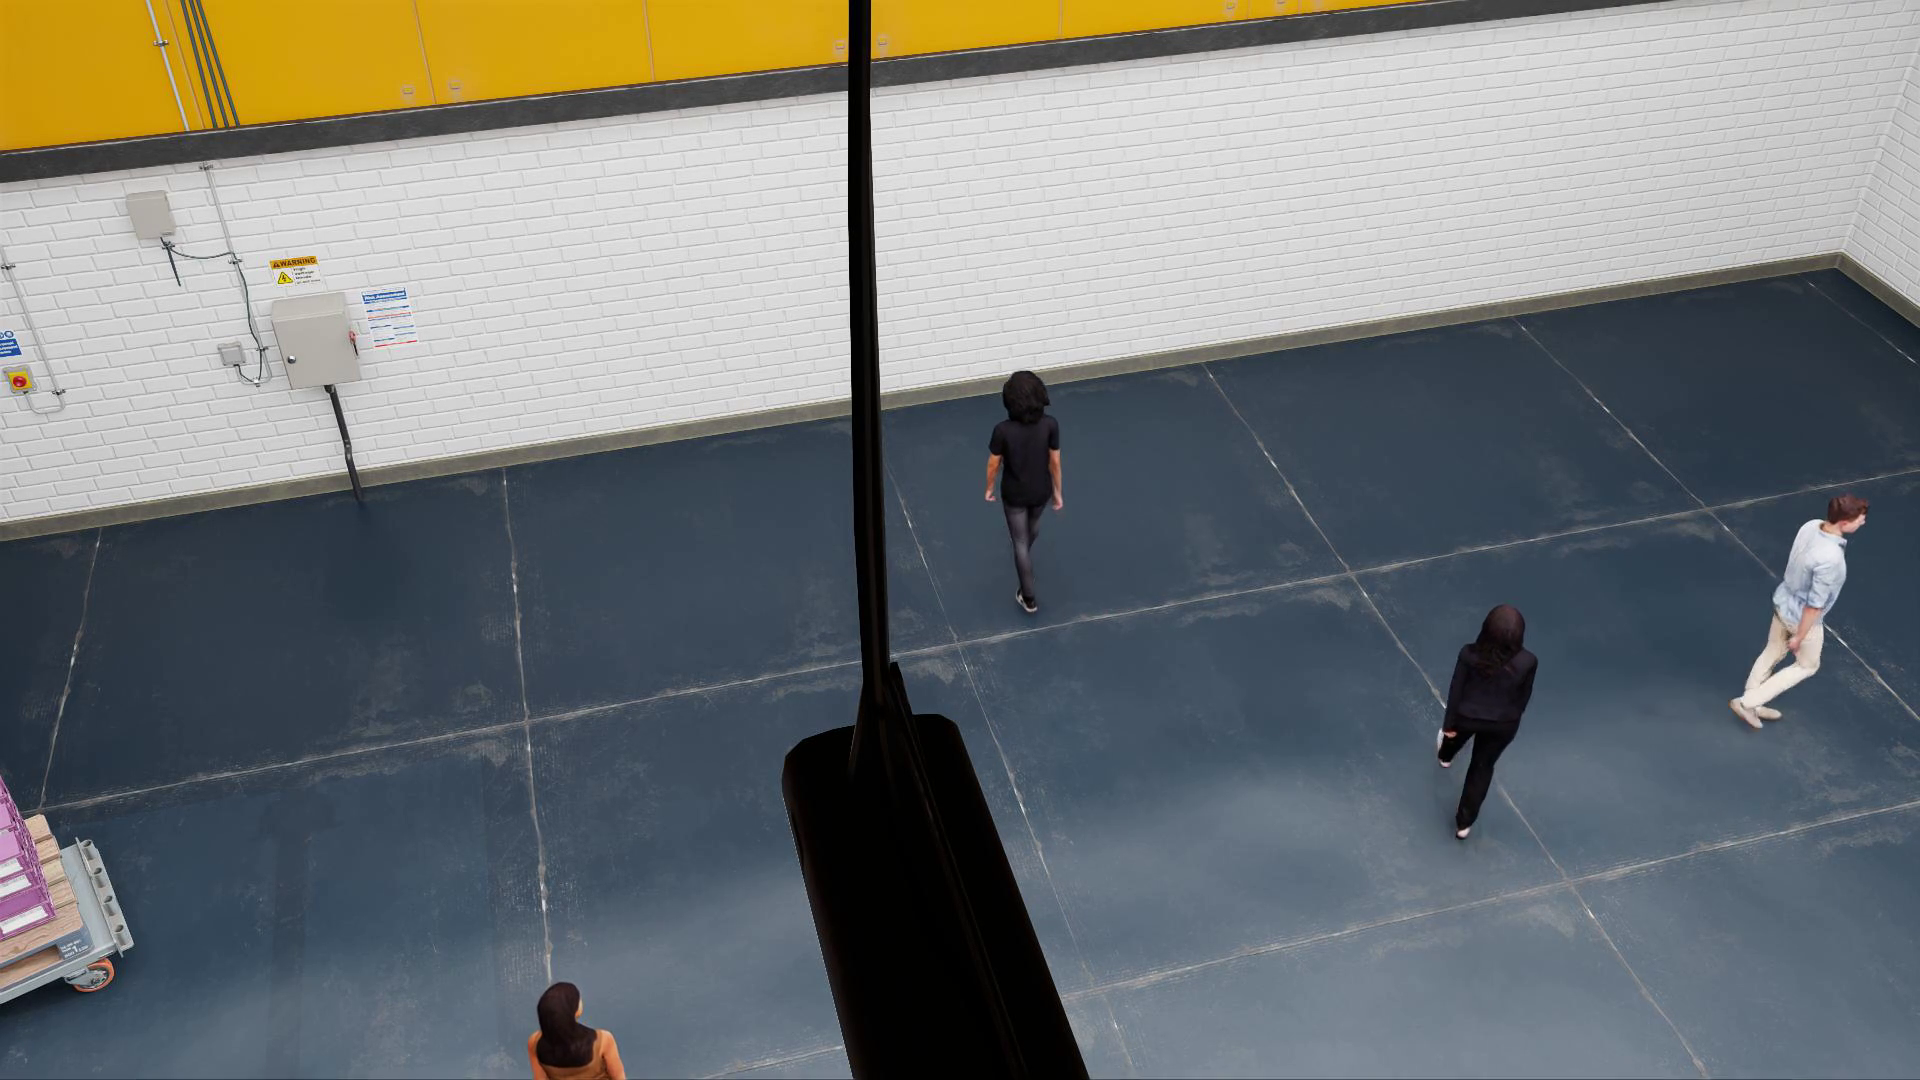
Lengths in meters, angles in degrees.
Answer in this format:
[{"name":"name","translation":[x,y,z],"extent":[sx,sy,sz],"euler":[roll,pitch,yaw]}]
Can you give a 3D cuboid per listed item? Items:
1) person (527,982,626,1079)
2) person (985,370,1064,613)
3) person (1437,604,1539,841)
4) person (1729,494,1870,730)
[{"name":"person","translation":[-1.760,2.669,7.844],"extent":[0.591,1.686,0.563],"euler":[-2,39,-3]},{"name":"person","translation":[0.478,-0.288,11.453],"extent":[0.660,1.804,1.023],"euler":[-9,39,-11]},{"name":"person","translation":[3.111,1.124,9.874],"extent":[0.931,1.568,1.159],"euler":[5,39,7]},{"name":"person","translation":[5.201,0.449,10.507],"extent":[0.812,1.833,0.742],"euler":[3,39,4]}]
